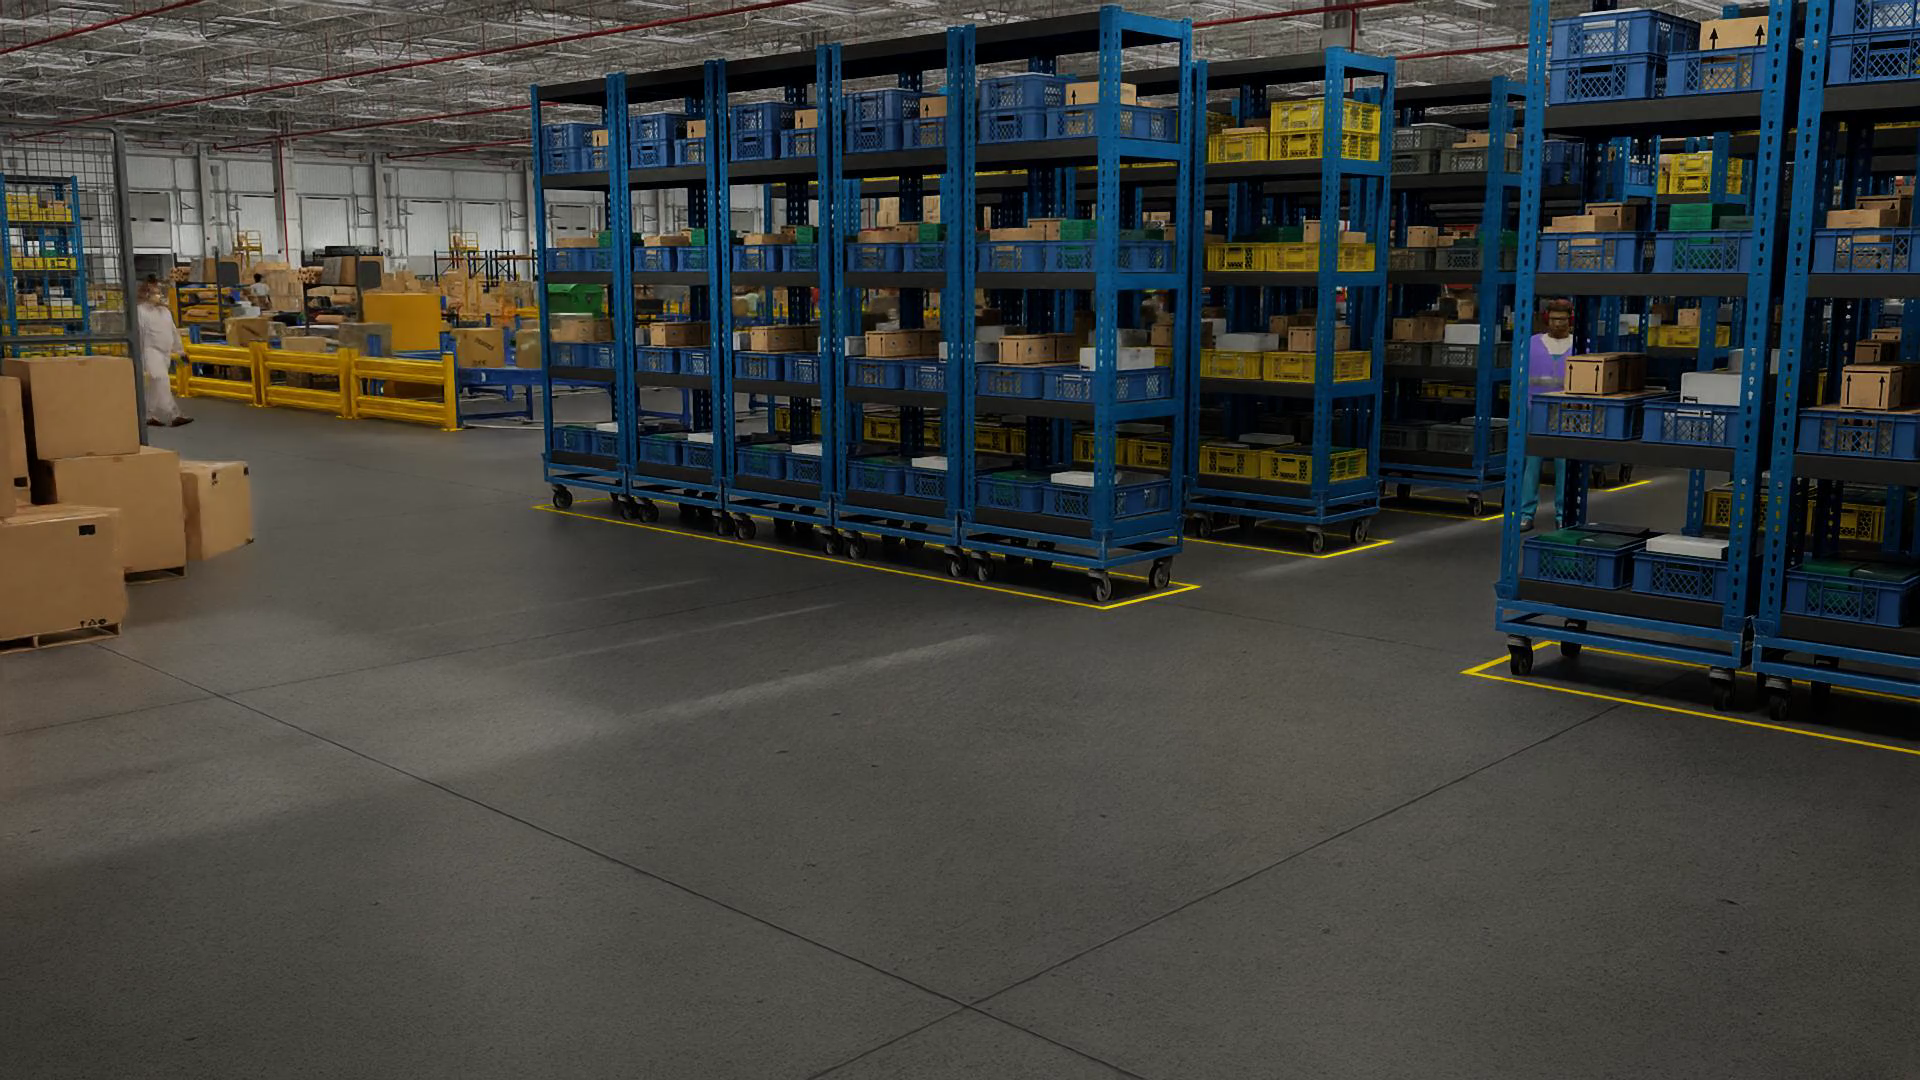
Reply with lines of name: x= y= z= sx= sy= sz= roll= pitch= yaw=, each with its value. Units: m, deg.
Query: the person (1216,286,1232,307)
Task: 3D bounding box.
person: x=4.266 y=-3.227 z=26.591 sx=0.616 sy=1.942 sz=0.408 roll=3 pitch=10 yaw=16

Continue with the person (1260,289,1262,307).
person: x=8.545 y=-6.821 z=48.699 sx=0.578 sy=1.916 sz=0.517 roll=1 pitch=9 yaw=8

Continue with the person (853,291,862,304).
person: x=-4.131 y=-9.865 z=68.105 sx=0.546 sy=1.685 sz=0.323 roll=-4 pitch=10 yaw=-24

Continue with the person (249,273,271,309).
person: x=-22.717 y=-7.691 z=53.973 sx=0.673 sy=1.938 sz=0.451 roll=-7 pitch=11 yaw=-35

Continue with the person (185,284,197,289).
person: x=-36.911 y=-11.903 z=79.849 sx=0.575 sy=1.923 sz=0.475 roll=0 pitch=9 yaw=2

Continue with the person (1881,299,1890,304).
person: x=23.274 y=-5.670 z=41.543 sx=0.620 sy=1.967 sz=0.962 roll=-9 pitch=13 yaw=-44

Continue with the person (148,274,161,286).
person: x=-27.319 y=-8.071 z=56.434 sx=0.615 sy=1.897 sz=0.459 roll=6 pitch=11 yaw=33

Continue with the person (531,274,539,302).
person: x=-17.405 y=-10.028 z=68.555 sx=0.530 sy=1.859 sz=0.607 roll=-2 pitch=9 yaw=-12

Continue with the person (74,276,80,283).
person: x=-45.107 y=-12.829 z=85.311 sx=0.376 sy=1.995 sz=0.609 roll=4 pitch=10 yaw=25

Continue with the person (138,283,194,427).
person: x=-10.426 y=-2.416 z=21.832 sx=0.915 sy=1.869 sz=0.653 roll=1 pitch=9 yaw=8

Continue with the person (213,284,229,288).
person: x=-26.521 y=-8.635 z=59.778 sx=0.552 sy=1.933 sz=0.368 roll=-3 pitch=10 yaw=-16

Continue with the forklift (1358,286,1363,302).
forklift: x=11.100 y=-7.017 z=46.970 sx=1.873 sy=2.768 sz=1.129 roll=9 pitch=13 yaw=43

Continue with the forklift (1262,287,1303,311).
forklift: x=10.769 y=-8.203 z=54.240 sx=1.129 sy=2.768 sz=1.873 roll=8 pitch=12 yaw=42

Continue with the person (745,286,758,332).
person: x=-6.243 y=-6.907 z=50.167 sx=0.517 sy=1.605 sz=0.694 roll=-9 pitch=13 yaw=-43

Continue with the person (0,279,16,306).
person: x=-35.291 y=-8.906 z=61.766 sx=0.542 sy=1.826 sz=0.854 roll=0 pitch=9 yaw=-1

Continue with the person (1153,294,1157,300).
person: x=5.728 y=-6.858 z=49.616 sx=0.318 sy=1.697 sz=0.534 roll=-1 pitch=9 yaw=-8

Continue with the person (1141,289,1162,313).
person: x=4.072 y=-4.548 z=35.312 sx=0.528 sy=1.746 sz=0.713 roll=5 pitch=11 yaw=30

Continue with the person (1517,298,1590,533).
person: x=4.651 y=-0.967 z=13.043 sx=0.566 sy=1.843 sz=0.389 roll=4 pitch=10 yaw=21

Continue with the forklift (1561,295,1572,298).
forklift: x=16.487 y=-6.672 z=44.850 sx=1.873 sy=2.768 sz=1.129 roll=9 pitch=13 yaw=43
